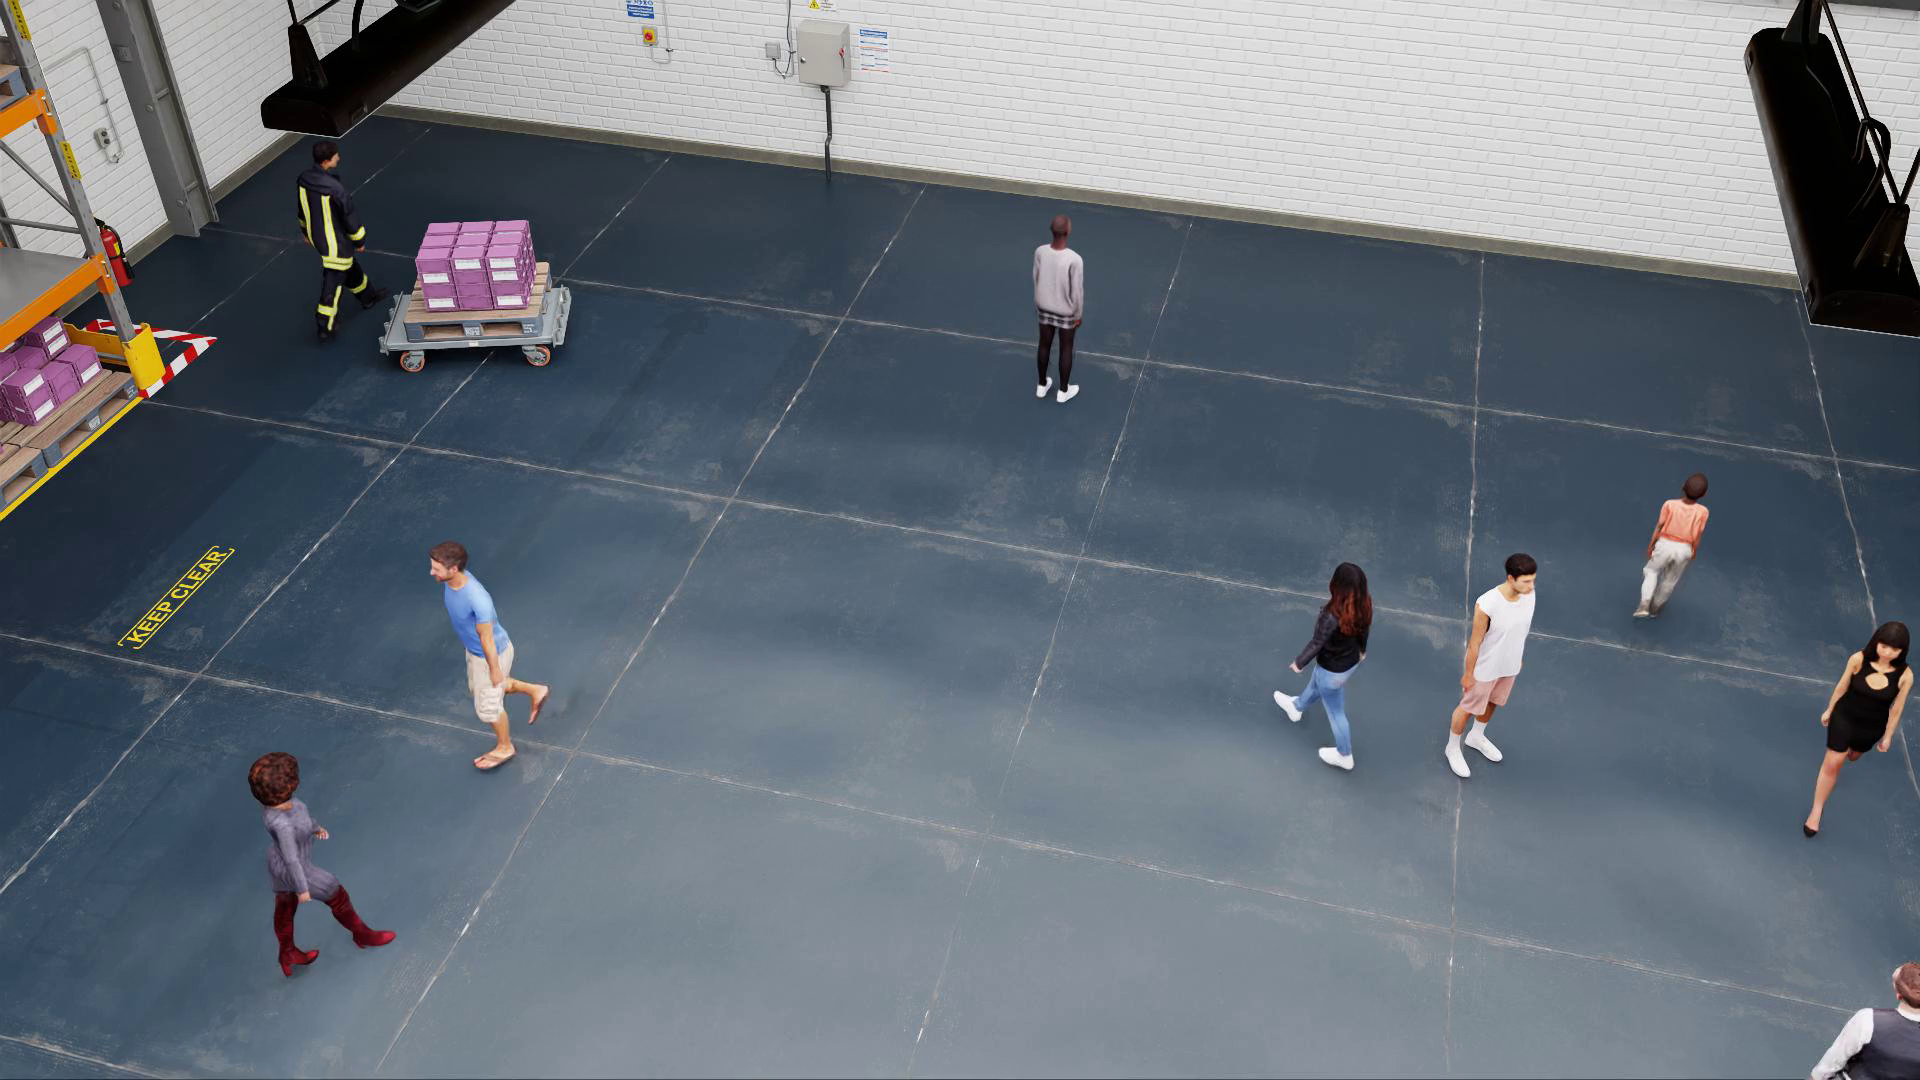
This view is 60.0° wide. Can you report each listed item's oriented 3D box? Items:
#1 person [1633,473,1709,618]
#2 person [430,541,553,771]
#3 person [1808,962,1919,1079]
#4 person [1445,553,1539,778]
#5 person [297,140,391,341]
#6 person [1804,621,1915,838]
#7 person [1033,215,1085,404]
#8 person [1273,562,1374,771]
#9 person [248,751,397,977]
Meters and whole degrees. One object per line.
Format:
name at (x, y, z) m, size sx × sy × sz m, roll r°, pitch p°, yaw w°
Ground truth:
person at (5.252, 0.088, 12.254) m, size 0.551 × 1.300 × 0.703 m, roll 17°, pitch 42°, yaw 20°
person at (-3.081, 0.694, 11.063) m, size 1.064 × 1.840 × 0.957 m, roll -30°, pitch 47°, yaw -32°
person at (4.580, 2.773, 8.351) m, size 0.709 × 1.977 × 0.698 m, roll 21°, pitch 43°, yaw 24°
person at (3.524, 0.786, 10.990) m, size 0.725 × 1.787 × 0.781 m, roll -19°, pitch 42°, yaw -22°
person at (-5.834, -2.725, 15.327) m, size 1.003 × 1.861 × 1.280 m, roll 18°, pitch 42°, yaw 21°
person at (5.784, 1.139, 10.684) m, size 0.749 × 1.617 × 1.063 m, roll 20°, pitch 43°, yaw 23°
person at (0.842, -2.022, 14.519) m, size 0.660 × 1.772 × 0.592 m, roll 18°, pitch 42°, yaw 21°
person at (2.558, 0.869, 11.031) m, size 1.073 × 1.606 × 1.048 m, roll -31°, pitch 48°, yaw -33°
person at (-3.924, 1.942, 9.628) m, size 1.004 × 1.681 × 0.934 m, roll -25°, pitch 45°, yaw -28°
